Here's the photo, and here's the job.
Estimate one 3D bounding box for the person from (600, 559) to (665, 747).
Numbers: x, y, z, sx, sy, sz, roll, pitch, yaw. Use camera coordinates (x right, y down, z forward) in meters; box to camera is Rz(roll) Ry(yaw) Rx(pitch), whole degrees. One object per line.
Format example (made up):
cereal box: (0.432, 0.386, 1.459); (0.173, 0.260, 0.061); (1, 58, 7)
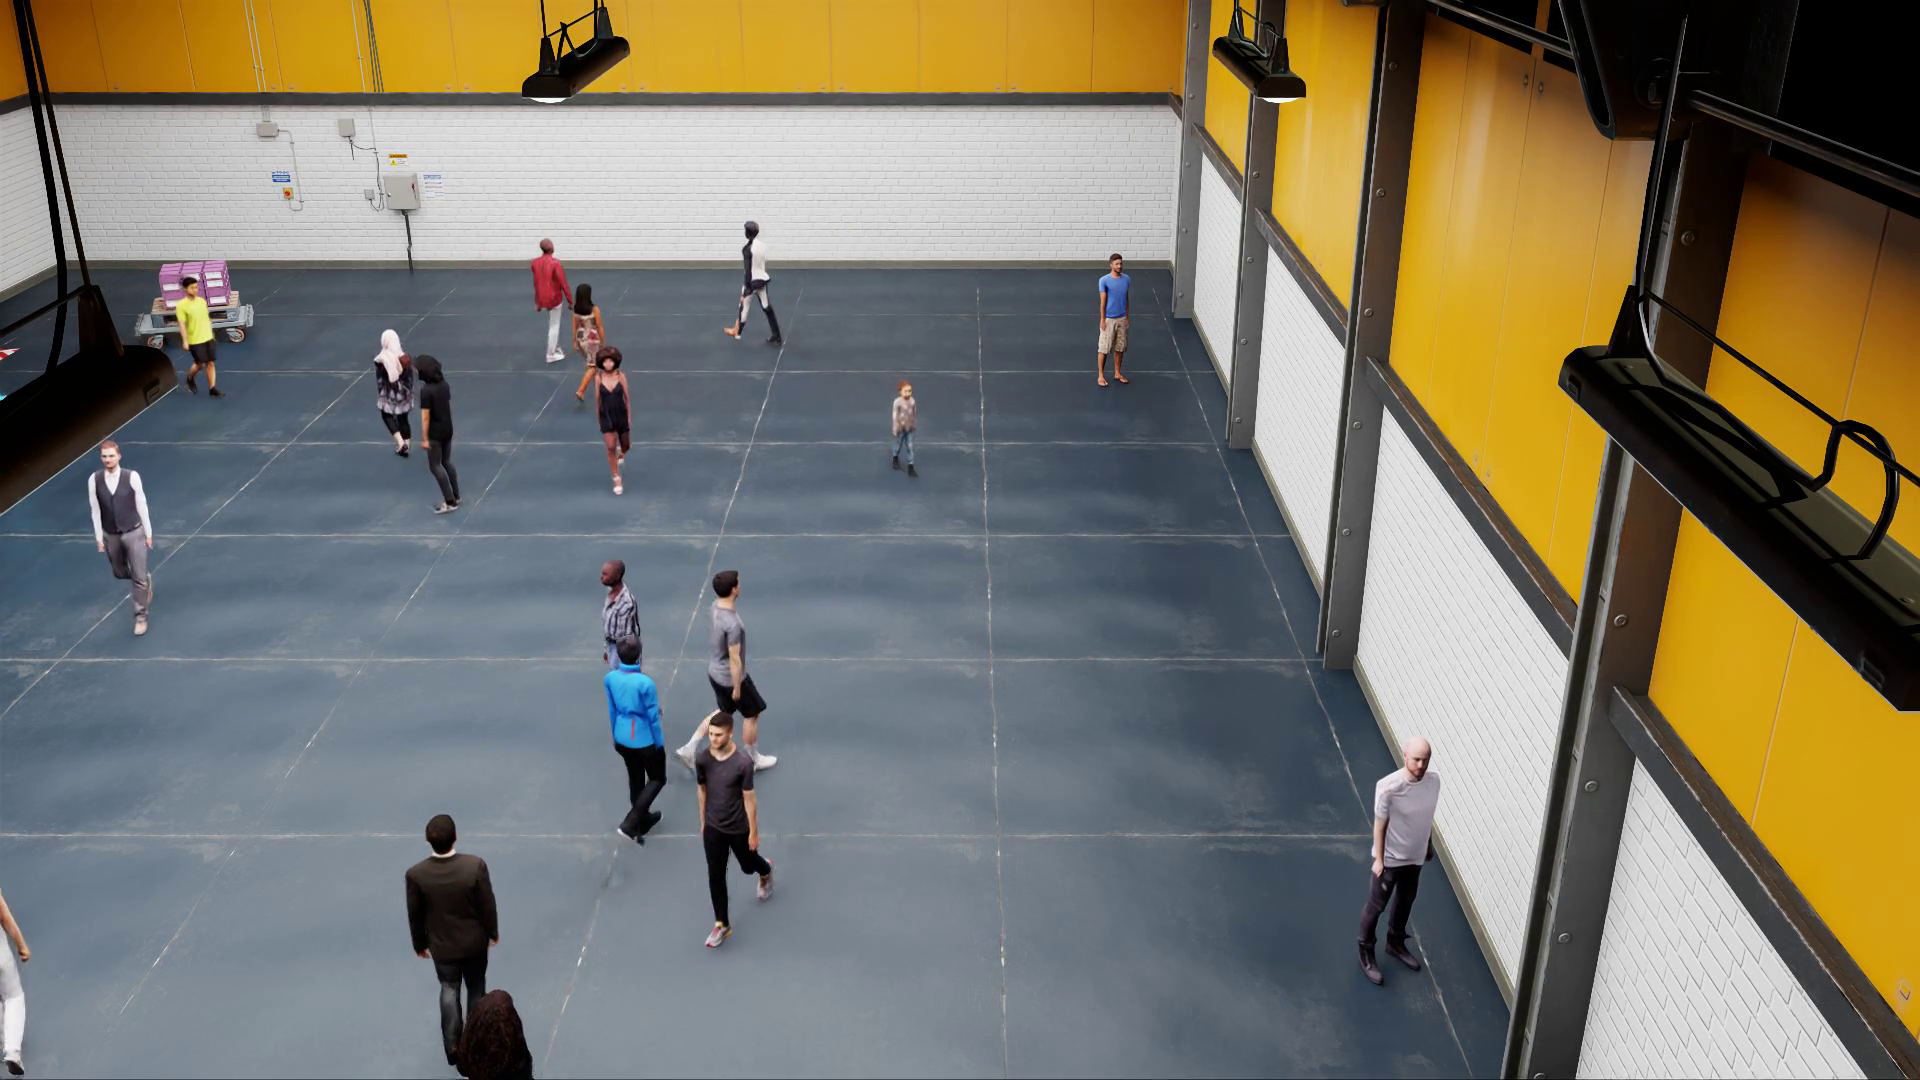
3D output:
person: (-2.787, 0.963, 14.178); (0.848, 1.782, 0.789); (-12, 26, -26)

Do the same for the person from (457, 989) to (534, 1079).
person: (-2.558, 3.246, 9.213); (0.768, 1.576, 1.134); (6, 24, 13)

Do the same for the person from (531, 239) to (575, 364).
person: (-6.042, -3.485, 24.324); (0.819, 1.806, 0.861); (14, 27, 29)

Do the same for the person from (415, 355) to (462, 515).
person: (-6.004, -1.248, 19.194); (0.944, 1.815, 0.772); (8, 25, 17)

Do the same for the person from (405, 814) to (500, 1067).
person: (-3.187, 2.554, 10.528); (0.773, 1.791, 0.926); (-4, 24, -9)

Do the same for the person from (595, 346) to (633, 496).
person: (-4.103, -1.453, 19.724); (0.710, 1.767, 1.017); (-5, 24, -12)

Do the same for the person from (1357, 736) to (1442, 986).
person: (3.016, 2.145, 11.412); (0.746, 1.832, 0.736); (-10, 26, -22)

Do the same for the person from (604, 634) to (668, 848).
person: (-2.526, 1.579, 12.769); (0.847, 1.783, 0.985); (11, 26, 24)

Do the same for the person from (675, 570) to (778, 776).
person: (-1.998, 1.131, 13.721); (1.034, 1.839, 1.111); (-12, 26, -25)

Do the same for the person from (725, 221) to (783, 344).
person: (-3.005, -3.832, 25.075); (1.192, 1.841, 1.258); (14, 27, 30)

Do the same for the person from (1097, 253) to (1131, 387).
person: (2.165, -3.127, 23.433); (0.723, 1.864, 0.706); (-11, 26, -23)

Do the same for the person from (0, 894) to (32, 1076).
person: (-6.146, 2.672, 10.442); (0.846, 1.643, 0.986); (-8, 25, -17)

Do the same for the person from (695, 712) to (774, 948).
person: (-1.594, 1.996, 11.869); (0.876, 1.739, 1.165); (8, 25, 17)

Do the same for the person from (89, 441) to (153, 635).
person: (-8.226, -0.082, 16.401); (0.769, 1.916, 1.102); (-4, 24, -10)

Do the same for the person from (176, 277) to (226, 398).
person: (-10.511, -2.787, 22.862); (0.855, 1.698, 0.823); (11, 26, 24)

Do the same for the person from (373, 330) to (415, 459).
person: (-6.960, -1.779, 20.655); (0.783, 1.620, 0.838); (-20, 31, -39)

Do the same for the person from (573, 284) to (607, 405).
person: (-5.084, -2.651, 22.649); (0.910, 1.618, 1.173); (9, 25, 21)

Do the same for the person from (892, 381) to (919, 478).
person: (-0.705, -1.381, 20.294); (0.648, 1.179, 0.881); (-8, 25, -17)
